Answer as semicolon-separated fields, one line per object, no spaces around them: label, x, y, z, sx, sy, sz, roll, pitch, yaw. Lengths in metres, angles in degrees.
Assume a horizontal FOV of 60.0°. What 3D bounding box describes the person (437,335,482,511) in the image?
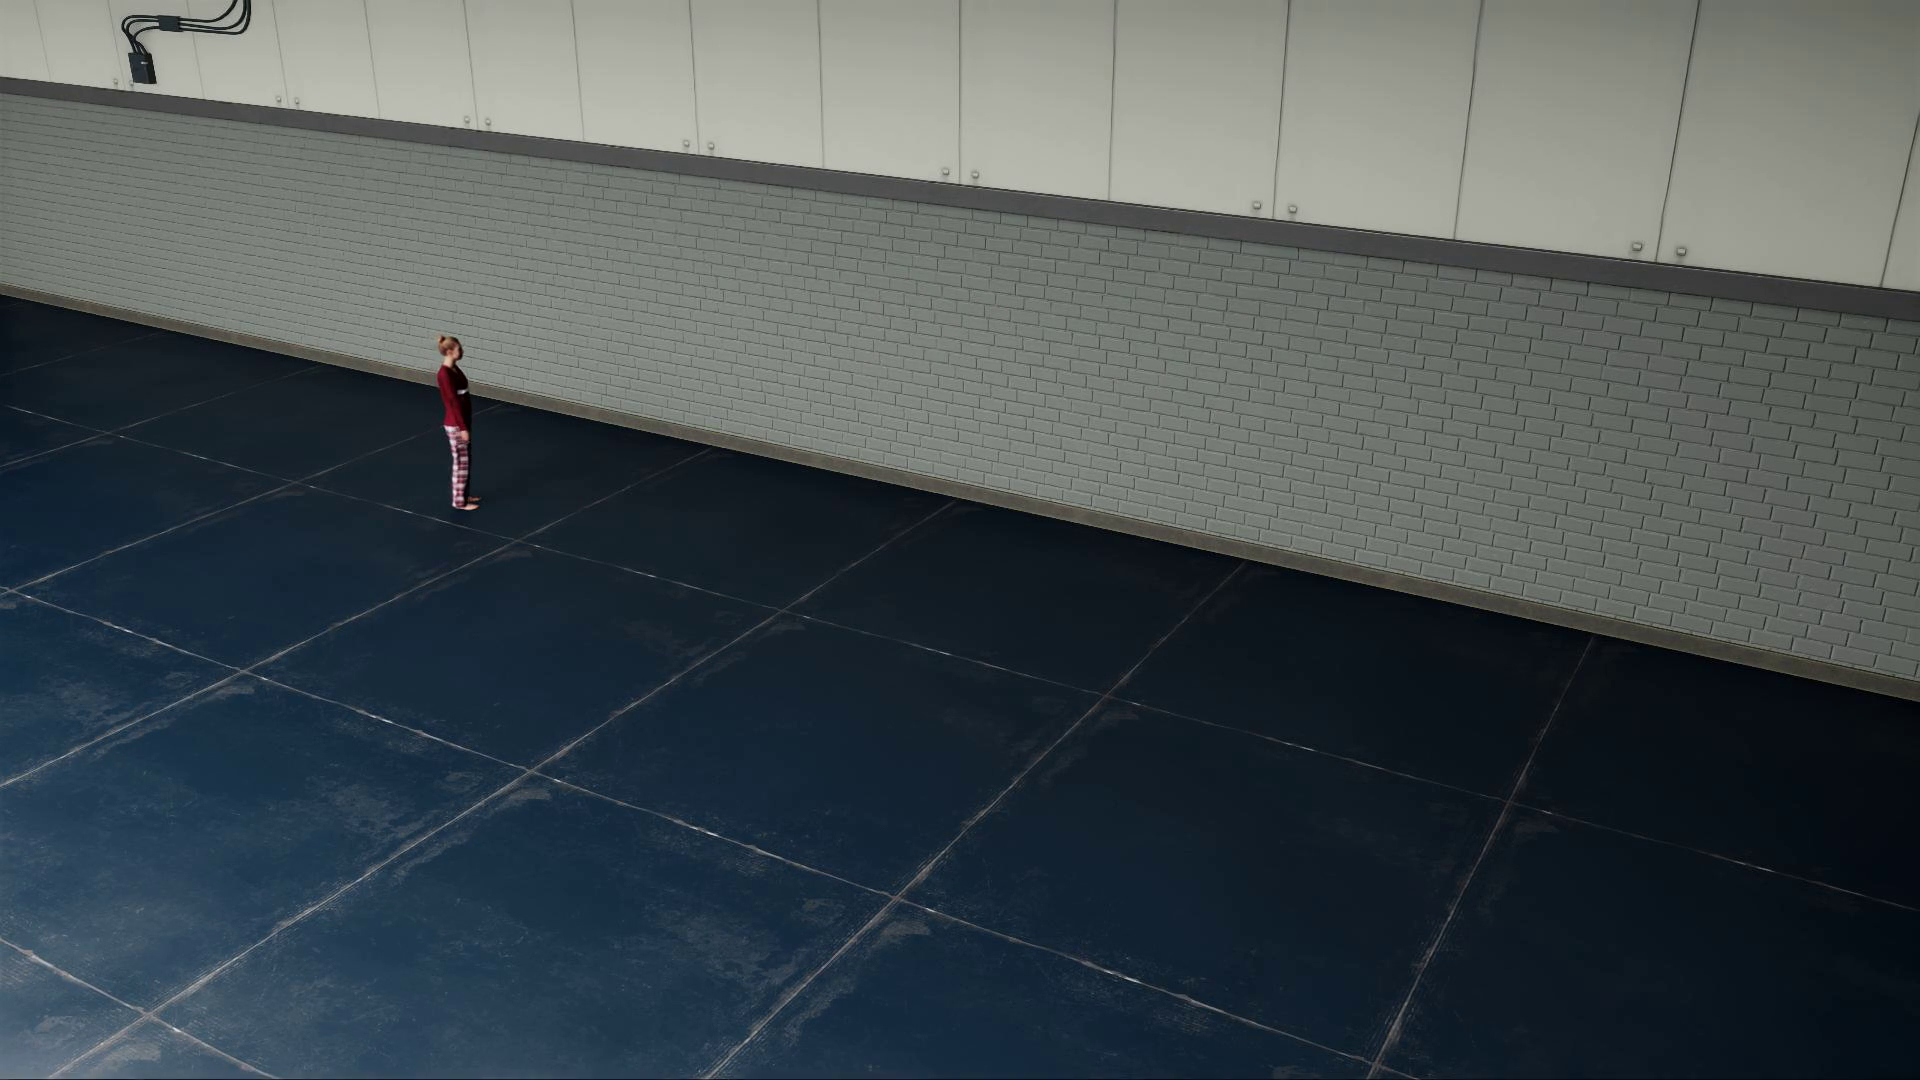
person;-4.792;-1.131;15.845;0.731;1.700;0.639;-3;23;-7
